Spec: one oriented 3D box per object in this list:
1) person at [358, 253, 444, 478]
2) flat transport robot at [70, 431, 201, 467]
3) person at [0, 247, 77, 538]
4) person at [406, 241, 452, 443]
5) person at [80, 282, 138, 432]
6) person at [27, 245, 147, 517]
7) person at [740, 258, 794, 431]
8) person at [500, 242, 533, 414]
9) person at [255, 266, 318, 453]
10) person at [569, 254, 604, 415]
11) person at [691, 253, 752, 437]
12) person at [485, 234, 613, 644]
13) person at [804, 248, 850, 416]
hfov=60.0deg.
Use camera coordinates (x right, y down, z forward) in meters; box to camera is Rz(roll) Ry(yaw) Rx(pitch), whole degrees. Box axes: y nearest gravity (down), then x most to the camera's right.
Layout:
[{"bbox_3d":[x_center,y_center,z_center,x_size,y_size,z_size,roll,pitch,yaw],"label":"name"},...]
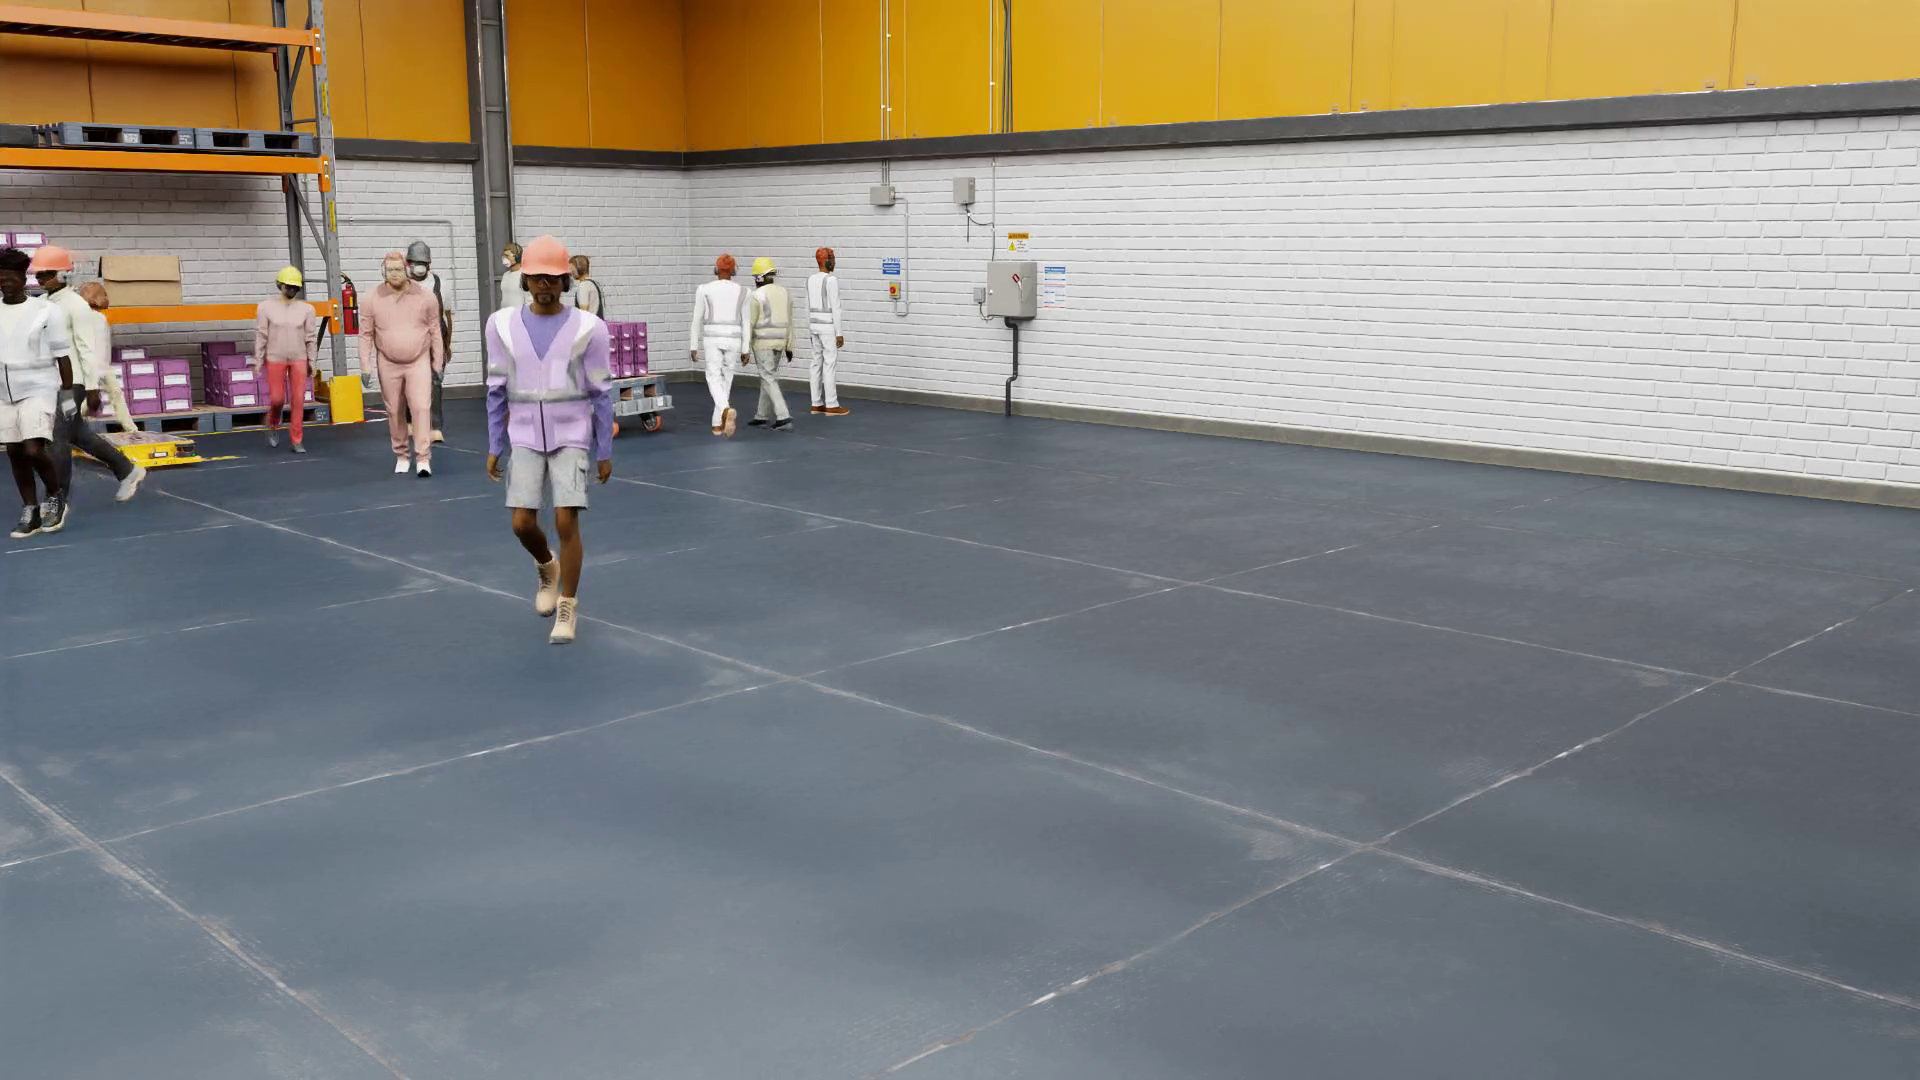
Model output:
[{"bbox_3d":[-4.674,-1.447,13.908,0.676,1.862,0.929,-3,11,-14],"label":"person"},{"bbox_3d":[-7.376,-0.816,14.822,0.652,0.197,1.431,-10,14,-44],"label":"flat transport robot"},{"bbox_3d":[-6.266,-0.972,11.108,0.622,1.941,0.430,1,10,4],"label":"person"},{"bbox_3d":[-5.393,-2.017,16.540,0.698,2.000,1.075,-4,11,-23],"label":"person"},{"bbox_3d":[-8.010,-1.605,15.519,0.524,1.578,0.871,8,13,37],"label":"person"},{"bbox_3d":[-6.485,-1.180,12.215,0.622,1.963,0.921,8,13,38],"label":"person"},{"bbox_3d":[-1.993,-2.025,17.326,0.801,1.808,0.608,8,13,37],"label":"person"},{"bbox_3d":[-4.974,-2.366,18.725,0.632,1.940,0.372,10,15,44],"label":"person"},{"bbox_3d":[-6.237,-1.664,15.434,0.539,1.740,0.498,-7,12,-32],"label":"person"},{"bbox_3d":[-4.032,-2.267,18.544,0.751,1.814,0.577,-1,10,-3],"label":"person"},{"bbox_3d":[-2.378,-1.949,16.699,0.608,1.855,0.831,-3,11,-15],"label":"person"},{"bbox_3d":[-2.046,-0.505,8.337,0.634,2.025,0.558,0,10,-2],"label":"person"},{"bbox_3d":[-1.511,-2.341,18.741,0.355,1.883,0.573,-9,14,-41],"label":"person"}]
